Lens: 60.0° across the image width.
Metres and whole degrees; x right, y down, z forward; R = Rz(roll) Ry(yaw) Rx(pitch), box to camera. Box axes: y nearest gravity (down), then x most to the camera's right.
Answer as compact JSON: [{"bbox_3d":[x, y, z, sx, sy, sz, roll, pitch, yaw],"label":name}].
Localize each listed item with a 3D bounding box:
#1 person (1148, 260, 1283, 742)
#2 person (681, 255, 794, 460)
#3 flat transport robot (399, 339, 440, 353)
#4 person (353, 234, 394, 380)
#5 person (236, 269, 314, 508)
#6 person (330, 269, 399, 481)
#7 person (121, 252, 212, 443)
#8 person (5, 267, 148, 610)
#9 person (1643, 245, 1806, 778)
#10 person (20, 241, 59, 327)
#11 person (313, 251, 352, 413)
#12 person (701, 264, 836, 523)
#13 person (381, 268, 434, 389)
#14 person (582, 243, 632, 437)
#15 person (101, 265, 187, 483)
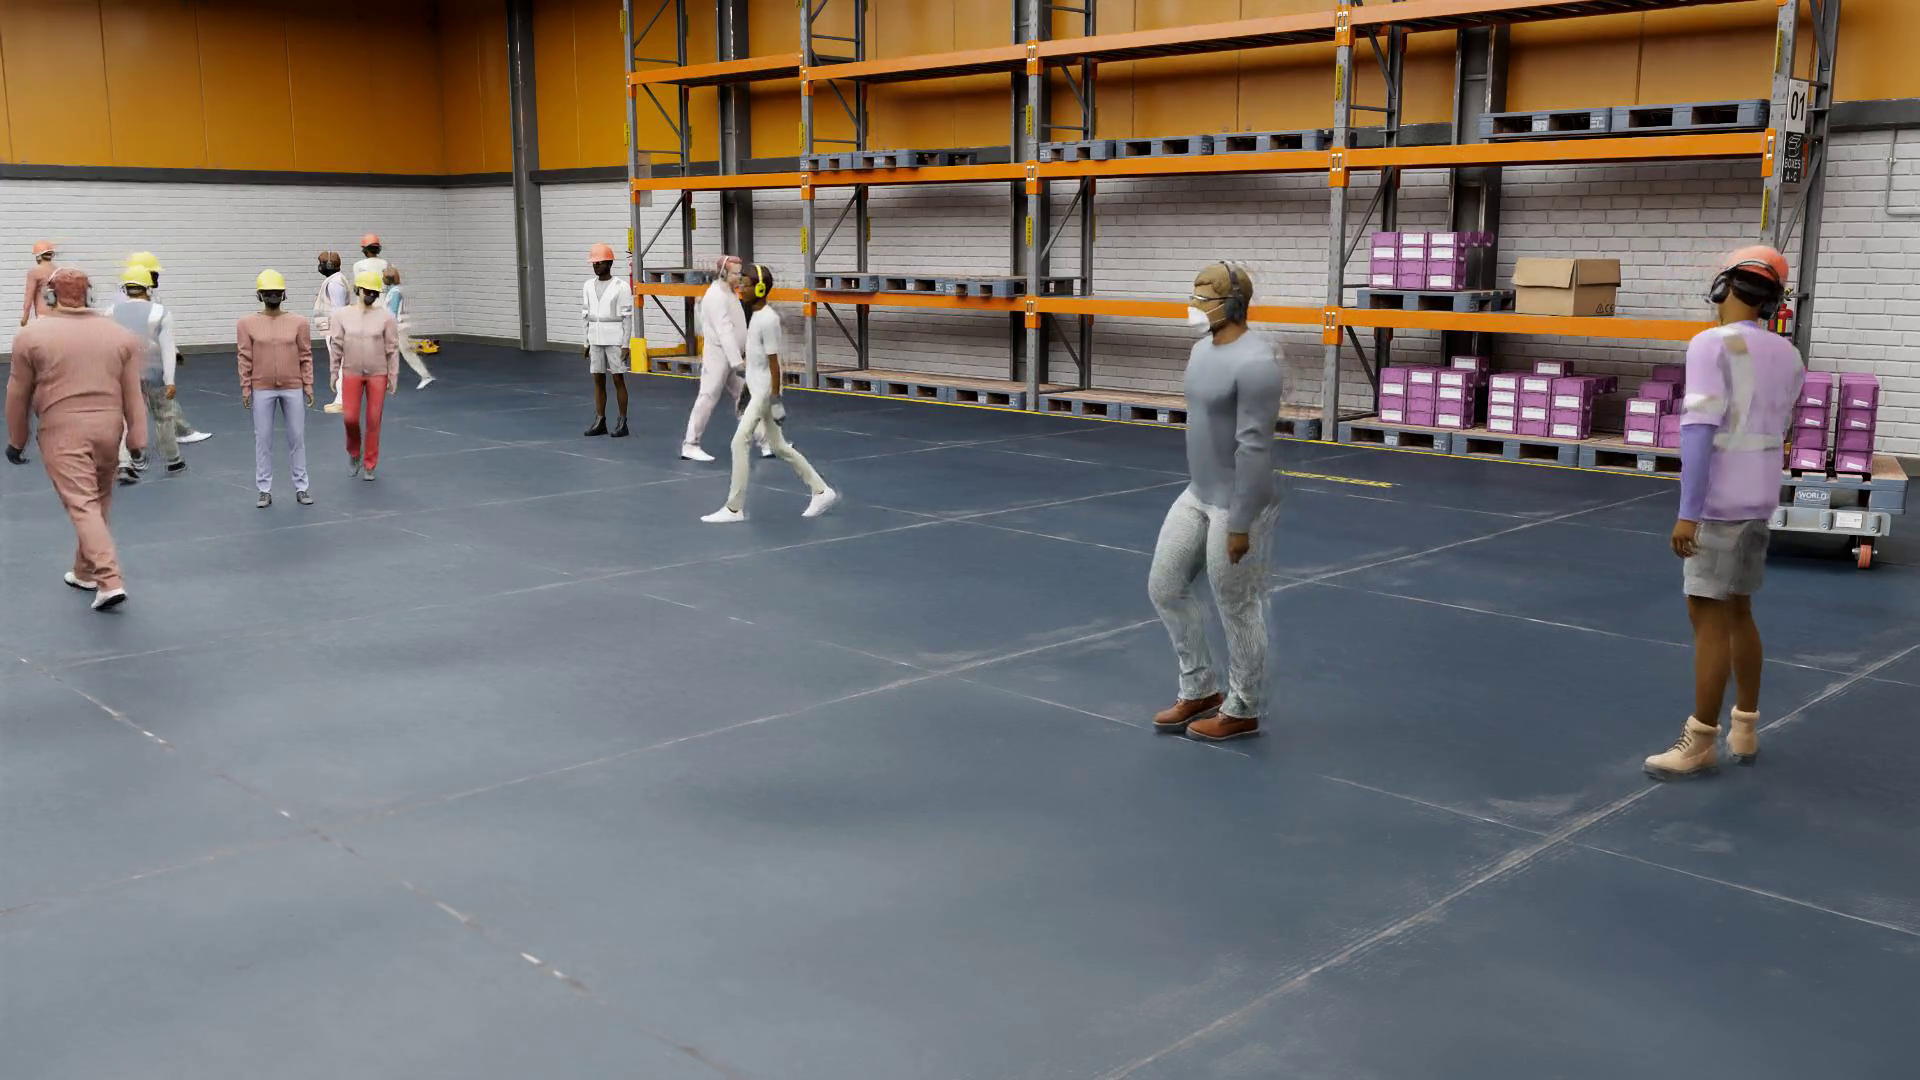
[{"bbox_3d":[0.981,-0.126,6.546,0.564,1.921,0.664,-3,11,-17],"label":"person"},{"bbox_3d":[-2.056,-1.616,14.921,1.030,1.843,0.644,2,11,8],"label":"person"},{"bbox_3d":[-9.679,-3.323,28.495,1.431,0.197,0.652,-2,11,-12],"label":"flat transport robot"},{"bbox_3d":[-8.158,-3.233,23.170,0.391,2.040,0.614,9,13,39],"label":"person"},{"bbox_3d":[-5.103,-1.128,12.438,0.528,1.772,0.304,-5,12,-26],"label":"person"},{"bbox_3d":[-4.894,-1.350,13.691,0.556,1.741,0.375,-4,11,-20],"label":"person"},{"bbox_3d":[-7.901,-1.852,16.155,1.040,1.874,0.589,-1,10,-7],"label":"person"},{"bbox_3d":[-4.833,-0.563,9.157,1.037,1.856,0.638,8,13,38],"label":"person"},{"bbox_3d":[2.864,-0.108,6.312,0.771,1.992,0.396,-7,13,-34],"label":"person"},{"bbox_3d":[-12.321,-3.072,22.557,0.994,1.957,0.617,3,11,15],"label":"person"},{"bbox_3d":[-7.169,-2.378,19.055,0.429,1.844,0.626,-4,11,-20],"label":"person"},{"bbox_3d":[-1.348,-1.039,11.795,0.935,1.833,0.520,-2,10,-8],"label":"person"},{"bbox_3d":[-7.391,-2.778,21.868,0.830,1.604,0.510,-7,13,-34],"label":"person"},{"bbox_3d":[-3.564,-2.000,16.730,0.549,1.937,0.358,4,11,19],"label":"person"},{"bbox_3d":[-6.785,-1.374,13.762,0.602,1.783,0.972,-1,10,-5],"label":"person"}]
